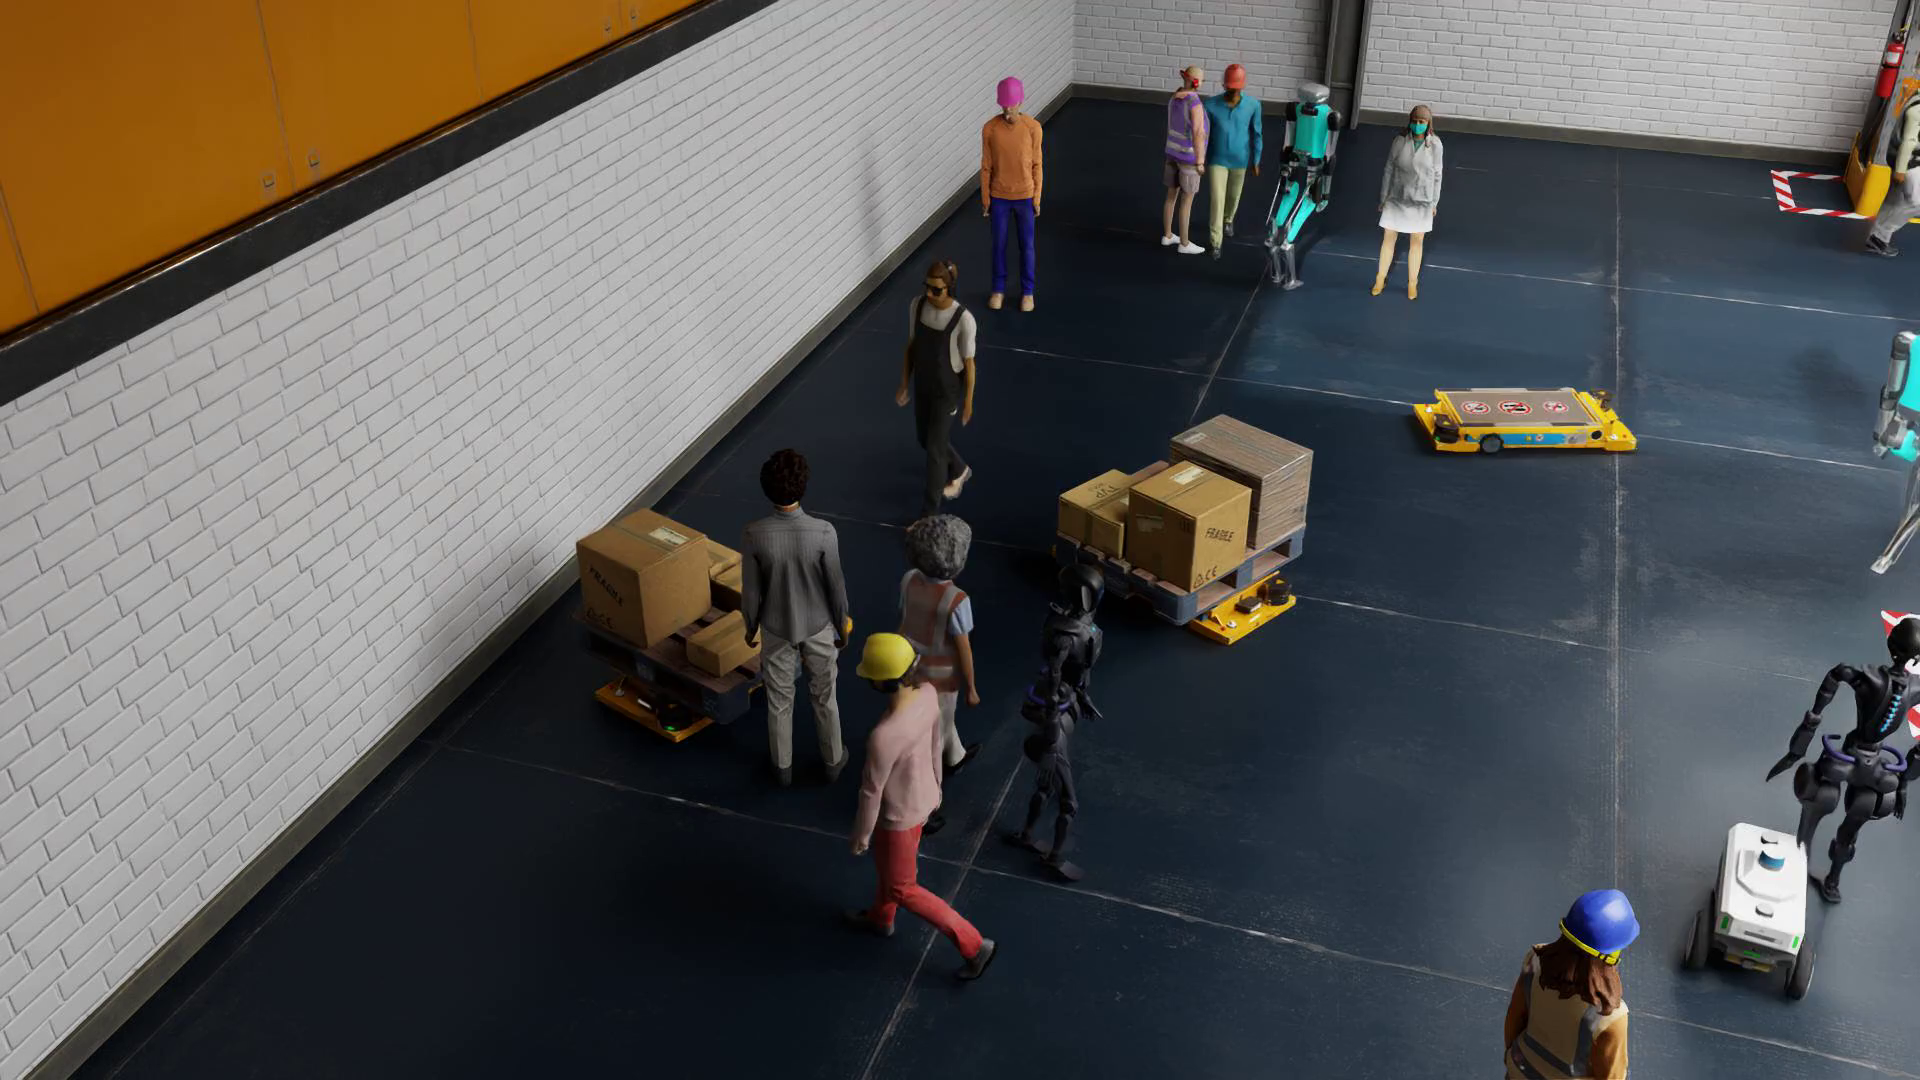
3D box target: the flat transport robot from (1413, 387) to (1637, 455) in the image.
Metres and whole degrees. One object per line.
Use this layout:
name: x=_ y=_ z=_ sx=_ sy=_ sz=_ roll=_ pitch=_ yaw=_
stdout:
flat transport robot: x=4.100 y=-0.870 z=12.105 sx=1.431 sy=0.231 sz=0.659 roll=0 pitch=30 yaw=-1

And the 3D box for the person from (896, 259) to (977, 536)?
person: x=-0.135 y=-0.965 z=10.739 sx=0.522 sy=1.819 sz=0.786 roll=25 pitch=39 yaw=36

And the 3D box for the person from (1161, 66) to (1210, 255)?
person: x=2.039 y=-3.440 z=15.074 sx=0.346 sy=1.690 sz=0.479 roll=-15 pitch=34 yaw=-24

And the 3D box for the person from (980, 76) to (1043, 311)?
person: x=0.424 y=-2.872 z=13.835 sx=0.516 sy=1.974 sz=0.397 roll=3 pitch=31 yaw=5

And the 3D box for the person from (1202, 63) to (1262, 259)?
person: x=2.453 y=-3.509 z=15.182 sx=0.573 sy=1.723 sz=0.823 roll=1 pitch=30 yaw=2

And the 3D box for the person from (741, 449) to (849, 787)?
person: x=-0.819 y=0.421 z=8.302 sx=0.532 sy=1.900 sz=0.395 roll=-1 pitch=30 yaw=-2

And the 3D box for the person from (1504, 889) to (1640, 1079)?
person: x=2.103 y=1.927 z=5.857 sx=0.309 sy=1.778 sz=0.464 roll=-18 pitch=35 yaw=-28

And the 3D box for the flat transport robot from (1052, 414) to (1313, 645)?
flat transport robot: x=1.312 y=0.183 z=10.313 sx=0.659 sy=0.231 sz=1.431 roll=-26 pitch=39 yaw=-37

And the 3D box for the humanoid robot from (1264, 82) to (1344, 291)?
humanoid robot: x=2.836 y=-2.956 z=14.204 sx=0.534 sy=1.784 sz=0.692 roll=26 pitch=39 yaw=37

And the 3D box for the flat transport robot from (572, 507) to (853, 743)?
flat transport robot: x=-1.334 y=0.645 z=9.528 sx=0.659 sy=0.231 sz=1.431 roll=22 pitch=37 yaw=32

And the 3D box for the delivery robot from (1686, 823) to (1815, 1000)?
delivery robot: x=3.617 y=1.655 z=7.539 sx=0.499 sy=0.606 sz=0.801 roll=13 pitch=33 yaw=21

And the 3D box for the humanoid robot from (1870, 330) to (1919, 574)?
humanoid robot: x=6.074 y=-0.692 z=10.374 sx=0.981 sy=1.757 sz=0.549 roll=-25 pitch=39 yaw=-36

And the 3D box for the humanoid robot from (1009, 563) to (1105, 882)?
humanoid robot: x=0.481 y=0.835 z=7.826 sx=0.532 sy=1.642 sz=0.595 roll=11 pitch=32 yaw=18

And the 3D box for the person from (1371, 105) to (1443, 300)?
person: x=3.802 y=-2.855 z=14.105 sx=0.495 sy=1.659 sz=0.336 roll=9 pitch=32 yaw=15

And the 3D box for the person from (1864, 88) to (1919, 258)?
person: x=8.525 y=-3.403 z=14.886 sx=0.441 sy=1.811 sz=0.617 roll=18 pitch=35 yaw=27

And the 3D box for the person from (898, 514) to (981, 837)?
person: x=-0.082 y=0.619 z=8.211 sx=0.849 sy=1.643 sz=0.510 roll=-27 pitch=40 yaw=-38

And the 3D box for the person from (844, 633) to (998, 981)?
person: x=-0.201 y=1.160 z=7.200 sx=0.760 sy=1.729 sz=0.528 roll=12 pitch=33 yaw=20

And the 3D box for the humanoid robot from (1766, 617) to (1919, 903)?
humanoid robot: x=3.998 y=1.044 z=7.491 sx=0.604 sy=1.641 sz=0.608 roll=8 pitch=31 yaw=14
